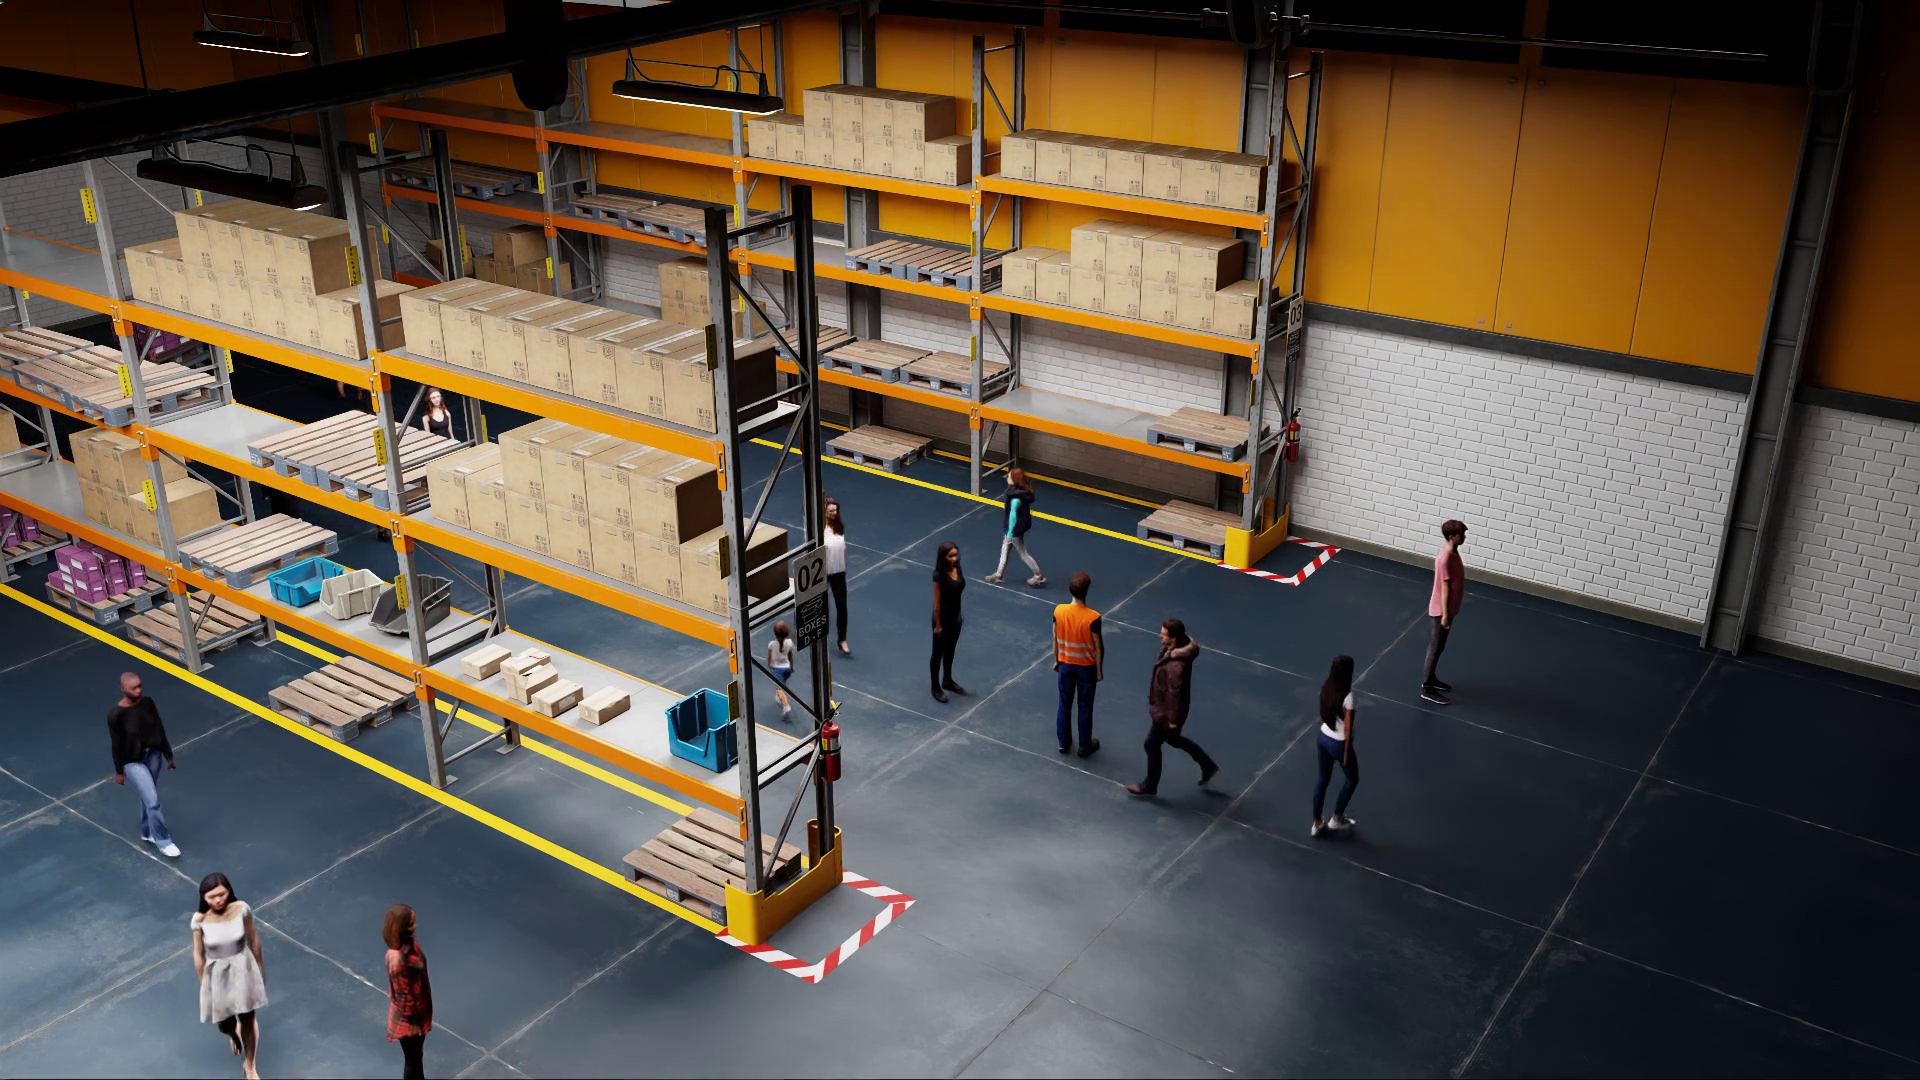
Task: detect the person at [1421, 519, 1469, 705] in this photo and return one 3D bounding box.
[{"bbox_3d":[4.949,0.701,17.054,0.636,1.958,0.674,8,25,18],"label":"person"}]

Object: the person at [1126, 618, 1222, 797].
[{"bbox_3d":[2.018,1.543,15.300,1.250,1.819,1.078,2,24,5],"label":"person"}]

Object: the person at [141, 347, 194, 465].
[{"bbox_3d":[-11.338,-1.885,23.338,1.275,1.663,0.878,7,24,15],"label":"person"}]

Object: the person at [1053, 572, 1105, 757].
[{"bbox_3d":[1.131,1.193,16.010,0.626,1.892,0.776,10,26,22],"label":"person"}]

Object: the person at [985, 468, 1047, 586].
[{"bbox_3d":[0.728,-0.123,19.553,1.050,1.466,0.875,2,24,5],"label":"person"}]

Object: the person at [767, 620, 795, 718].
[{"bbox_3d":[-1.812,1.304,16.863,0.589,1.005,0.752,-13,27,-27],"label":"person"}]

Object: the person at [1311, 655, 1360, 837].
[{"bbox_3d":[3.243,1.846,14.678,0.802,1.762,0.724,-12,26,-26],"label":"person"}]

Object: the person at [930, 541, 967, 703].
[{"bbox_3d":[-0.136,0.803,17.097,0.553,1.737,0.581,18,30,36],"label":"person"}]

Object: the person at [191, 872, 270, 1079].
[{"bbox_3d":[-5.192,3.091,11.825,0.803,1.766,0.903,-14,27,-28],"label":"person"}]

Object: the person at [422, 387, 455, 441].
[{"bbox_3d":[-6.741,-1.147,21.544,0.556,1.747,0.610,20,31,38],"label":"person"}]

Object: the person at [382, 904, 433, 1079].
[{"bbox_3d":[-3.812,3.253,11.535,0.757,1.702,0.692,-5,24,-10],"label":"person"}]

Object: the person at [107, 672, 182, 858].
[{"bbox_3d":[-7.220,1.920,14.553,0.874,1.727,0.693,11,26,24],"label":"person"}]
